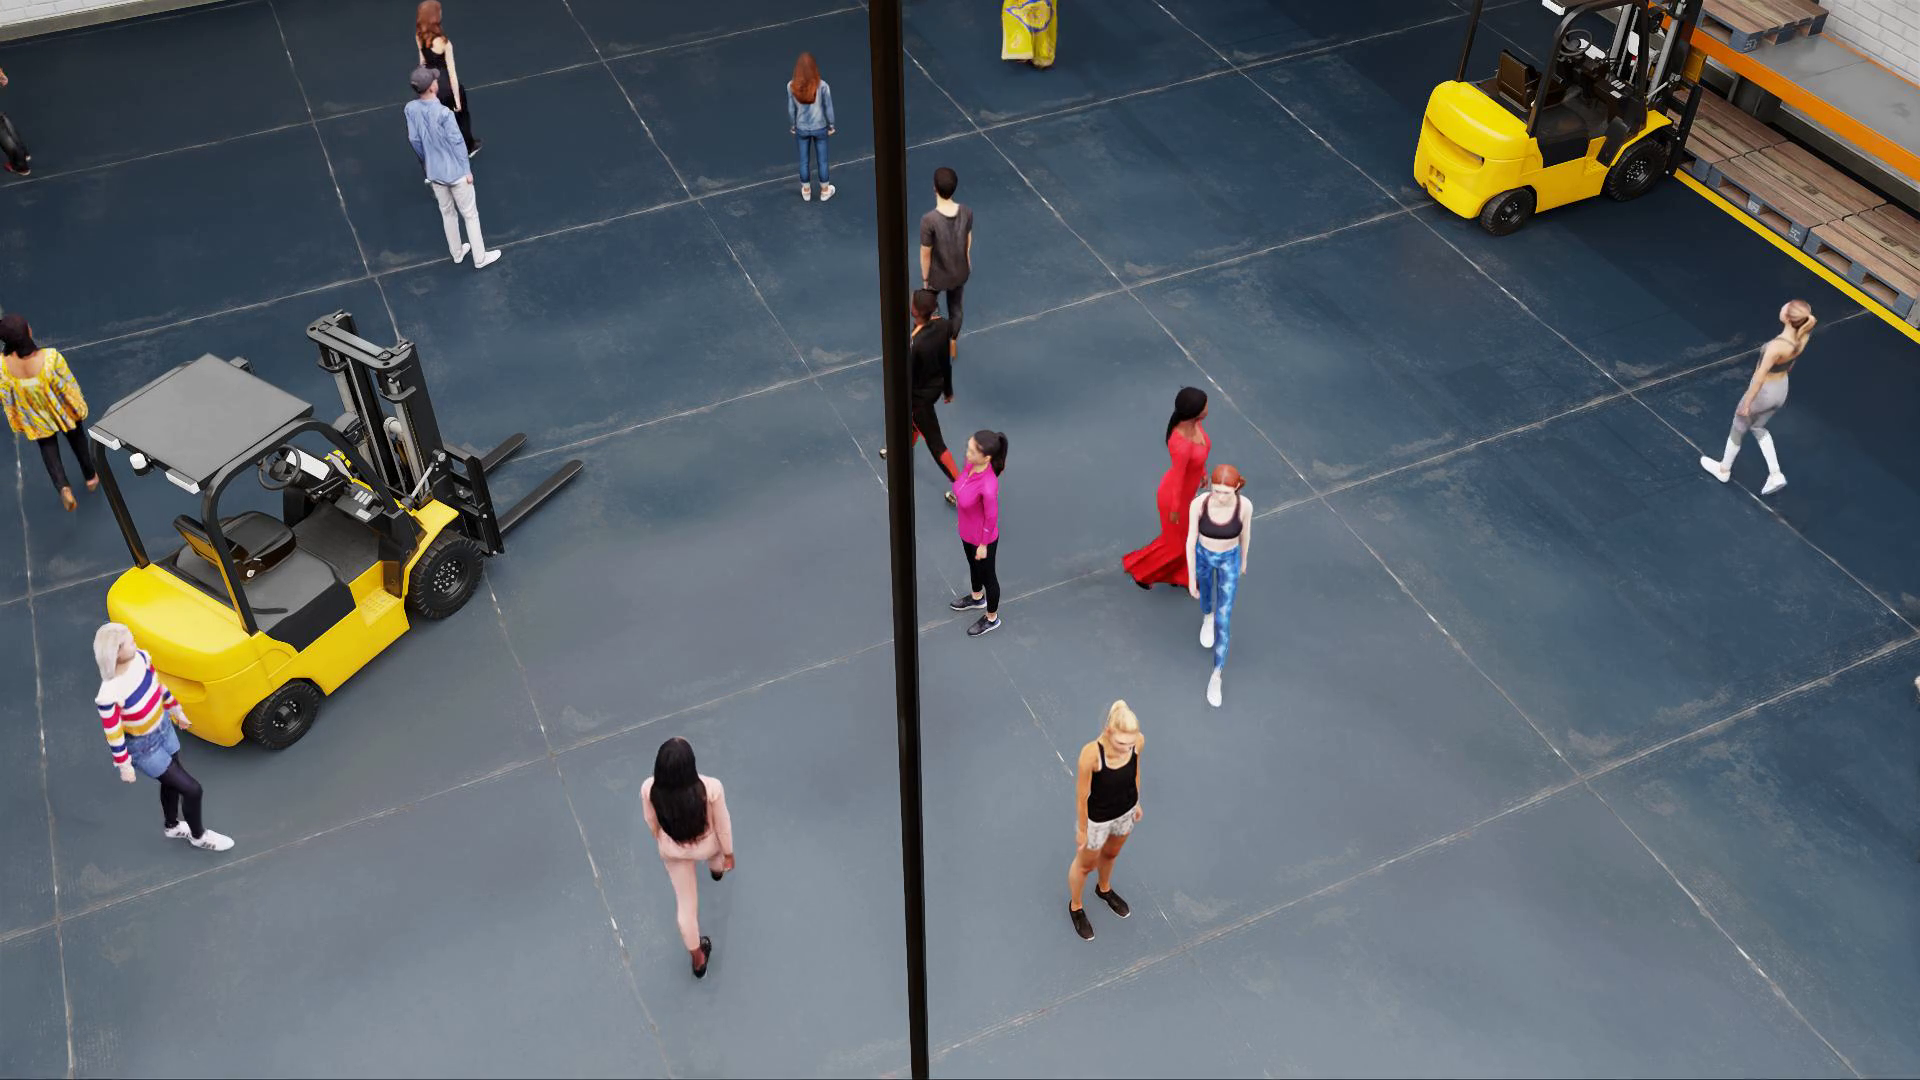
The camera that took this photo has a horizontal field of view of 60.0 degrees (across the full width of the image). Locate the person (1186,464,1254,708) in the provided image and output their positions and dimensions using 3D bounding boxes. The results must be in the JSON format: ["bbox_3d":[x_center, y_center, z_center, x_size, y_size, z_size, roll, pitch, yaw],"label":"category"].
[{"bbox_3d":[1.671,0.114,10.927,1.003,1.744,1.176,6,44,6],"label":"person"}]

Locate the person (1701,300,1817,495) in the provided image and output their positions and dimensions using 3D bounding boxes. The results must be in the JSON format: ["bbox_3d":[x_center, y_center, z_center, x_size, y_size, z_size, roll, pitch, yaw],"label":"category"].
[{"bbox_3d":[5.936,-1.010,12.134,0.596,1.695,0.898,-21,47,-20],"label":"person"}]

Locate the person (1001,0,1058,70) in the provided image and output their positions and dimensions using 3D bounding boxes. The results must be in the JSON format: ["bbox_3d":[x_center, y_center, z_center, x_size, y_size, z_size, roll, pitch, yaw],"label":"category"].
[{"bbox_3d":[0.794,-5.552,16.947,0.750,1.643,0.697,-18,46,-18],"label":"person"}]

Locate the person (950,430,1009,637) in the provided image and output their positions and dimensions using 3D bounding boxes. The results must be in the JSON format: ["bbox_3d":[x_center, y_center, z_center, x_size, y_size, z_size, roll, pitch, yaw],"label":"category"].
[{"bbox_3d":[0.137,-0.067,11.151,0.638,1.697,0.509,-16,46,-16],"label":"person"}]

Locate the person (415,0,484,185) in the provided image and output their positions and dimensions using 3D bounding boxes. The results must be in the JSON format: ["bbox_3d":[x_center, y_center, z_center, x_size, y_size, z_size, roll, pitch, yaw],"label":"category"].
[{"bbox_3d":[-4.841,-4.096,15.371,1.123,1.699,1.213,12,45,12],"label":"person"}]

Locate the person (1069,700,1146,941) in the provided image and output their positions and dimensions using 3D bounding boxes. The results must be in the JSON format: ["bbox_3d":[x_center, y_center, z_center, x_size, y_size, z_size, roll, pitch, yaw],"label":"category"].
[{"bbox_3d":[0.822,1.524,9.365,0.620,1.846,0.550,-23,48,-22],"label":"person"}]

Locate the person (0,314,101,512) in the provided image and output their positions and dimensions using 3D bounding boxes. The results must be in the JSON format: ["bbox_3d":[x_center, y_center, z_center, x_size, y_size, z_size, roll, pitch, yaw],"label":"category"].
[{"bbox_3d":[-6.604,-0.888,12.047,0.737,1.640,0.861,-14,45,-14],"label":"person"}]

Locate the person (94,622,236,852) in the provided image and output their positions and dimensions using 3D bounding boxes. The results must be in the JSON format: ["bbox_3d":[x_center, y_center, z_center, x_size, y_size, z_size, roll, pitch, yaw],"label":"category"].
[{"bbox_3d":[-4.838,1.174,9.780,0.900,1.780,0.825,6,44,6],"label":"person"}]

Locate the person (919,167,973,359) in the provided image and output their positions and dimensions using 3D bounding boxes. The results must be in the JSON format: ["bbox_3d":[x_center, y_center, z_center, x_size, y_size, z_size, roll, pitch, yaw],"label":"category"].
[{"bbox_3d":[-0.085,-2.159,13.336,0.643,1.702,0.595,-12,45,-13],"label":"person"}]

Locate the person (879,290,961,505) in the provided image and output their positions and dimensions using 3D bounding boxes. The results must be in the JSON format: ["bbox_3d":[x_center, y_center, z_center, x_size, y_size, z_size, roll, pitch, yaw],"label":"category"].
[{"bbox_3d":[-0.193,-1.002,12.075,1.291,1.766,1.016,29,51,27],"label":"person"}]

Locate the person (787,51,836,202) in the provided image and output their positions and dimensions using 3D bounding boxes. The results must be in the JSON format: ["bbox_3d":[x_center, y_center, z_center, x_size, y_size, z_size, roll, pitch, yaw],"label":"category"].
[{"bbox_3d":[-1.359,-3.777,15.197,0.639,1.477,0.653,3,44,3],"label":"person"}]

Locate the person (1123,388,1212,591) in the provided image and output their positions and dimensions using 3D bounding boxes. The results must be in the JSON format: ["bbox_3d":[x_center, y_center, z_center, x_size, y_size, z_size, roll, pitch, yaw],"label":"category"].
[{"bbox_3d":[1.435,-0.319,11.363,0.938,1.769,0.888,14,45,14],"label":"person"}]

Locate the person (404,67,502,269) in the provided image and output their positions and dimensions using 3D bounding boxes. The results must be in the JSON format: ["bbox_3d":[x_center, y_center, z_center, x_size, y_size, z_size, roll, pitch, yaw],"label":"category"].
[{"bbox_3d":[-4.400,-3.191,14.285,0.731,1.888,0.798,15,46,16],"label":"person"}]

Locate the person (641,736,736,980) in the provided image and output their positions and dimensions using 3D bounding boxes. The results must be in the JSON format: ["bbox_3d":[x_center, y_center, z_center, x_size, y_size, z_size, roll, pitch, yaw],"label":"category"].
[{"bbox_3d":[-1.501,1.784,9.221,0.958,1.670,1.230,-1,44,-1],"label":"person"}]

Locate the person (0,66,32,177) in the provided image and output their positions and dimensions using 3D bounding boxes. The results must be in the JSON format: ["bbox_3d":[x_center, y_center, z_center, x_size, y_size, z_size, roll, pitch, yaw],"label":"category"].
[{"bbox_3d":[-9.001,-4.194,15.409,0.835,1.799,0.770,13,45,14],"label":"person"}]
